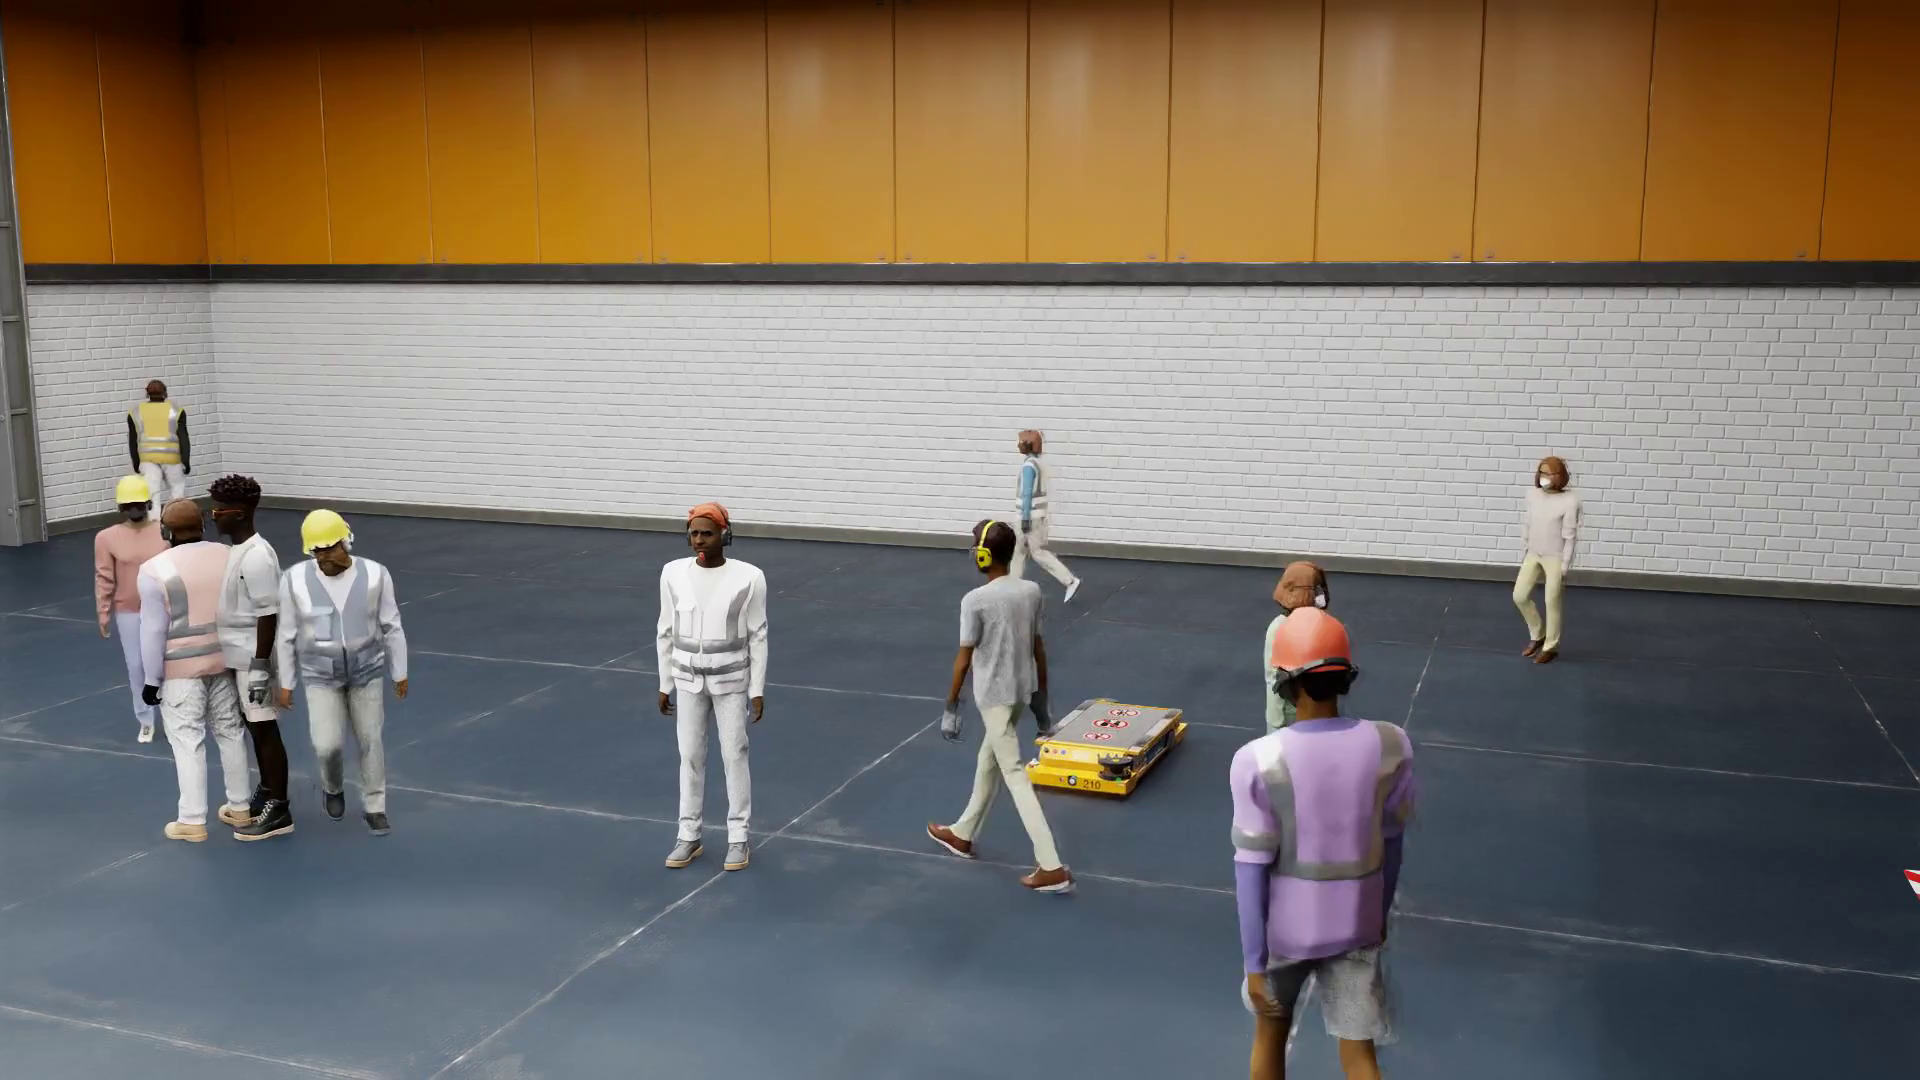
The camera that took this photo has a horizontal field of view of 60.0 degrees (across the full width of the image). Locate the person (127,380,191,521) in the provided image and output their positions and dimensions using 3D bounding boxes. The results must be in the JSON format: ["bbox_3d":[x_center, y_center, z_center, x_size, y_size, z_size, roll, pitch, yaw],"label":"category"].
[{"bbox_3d":[-9.128,-0.924,19.033,0.653,1.804,0.842,-3,10,-16],"label":"person"}]

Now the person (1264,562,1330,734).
[{"bbox_3d":[1.649,0.920,8.205,0.376,1.651,0.513,7,12,38],"label":"person"}]

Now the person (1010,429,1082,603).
[{"bbox_3d":[0.726,-0.218,15.267,0.781,1.612,0.523,2,9,10],"label":"person"}]

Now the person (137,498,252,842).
[{"bbox_3d":[-4.105,0.687,8.928,0.429,1.840,0.629,6,11,32],"label":"person"}]

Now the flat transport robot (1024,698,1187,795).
[{"bbox_3d":[0.917,1.249,10.291,0.652,0.197,1.431,4,10,22],"label":"flat transport robot"}]

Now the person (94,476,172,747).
[{"bbox_3d":[-5.199,0.466,10.598,0.540,1.747,0.616,-4,10,-23],"label":"person"}]

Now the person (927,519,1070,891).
[{"bbox_3d":[0.182,0.810,8.294,0.531,1.810,1.036,-9,13,-43],"label":"person"}]

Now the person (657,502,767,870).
[{"bbox_3d":[-1.263,0.742,8.456,0.572,1.883,0.354,1,9,9],"label":"person"}]

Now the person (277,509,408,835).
[{"bbox_3d":[-3.291,0.712,8.900,0.662,1.798,0.455,-5,10,-27],"label":"person"}]

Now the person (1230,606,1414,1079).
[{"bbox_3d":[1.135,1.212,5.187,0.603,2.011,1.004,-1,9,-6],"label":"person"}]

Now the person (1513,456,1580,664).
[{"bbox_3d":[4.518,0.158,12.843,0.362,1.620,0.512,-6,11,-32],"label":"person"}]

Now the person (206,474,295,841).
[{"bbox_3d":[-3.811,0.623,8.939,0.363,1.964,0.633,-5,11,-31],"label":"person"}]
